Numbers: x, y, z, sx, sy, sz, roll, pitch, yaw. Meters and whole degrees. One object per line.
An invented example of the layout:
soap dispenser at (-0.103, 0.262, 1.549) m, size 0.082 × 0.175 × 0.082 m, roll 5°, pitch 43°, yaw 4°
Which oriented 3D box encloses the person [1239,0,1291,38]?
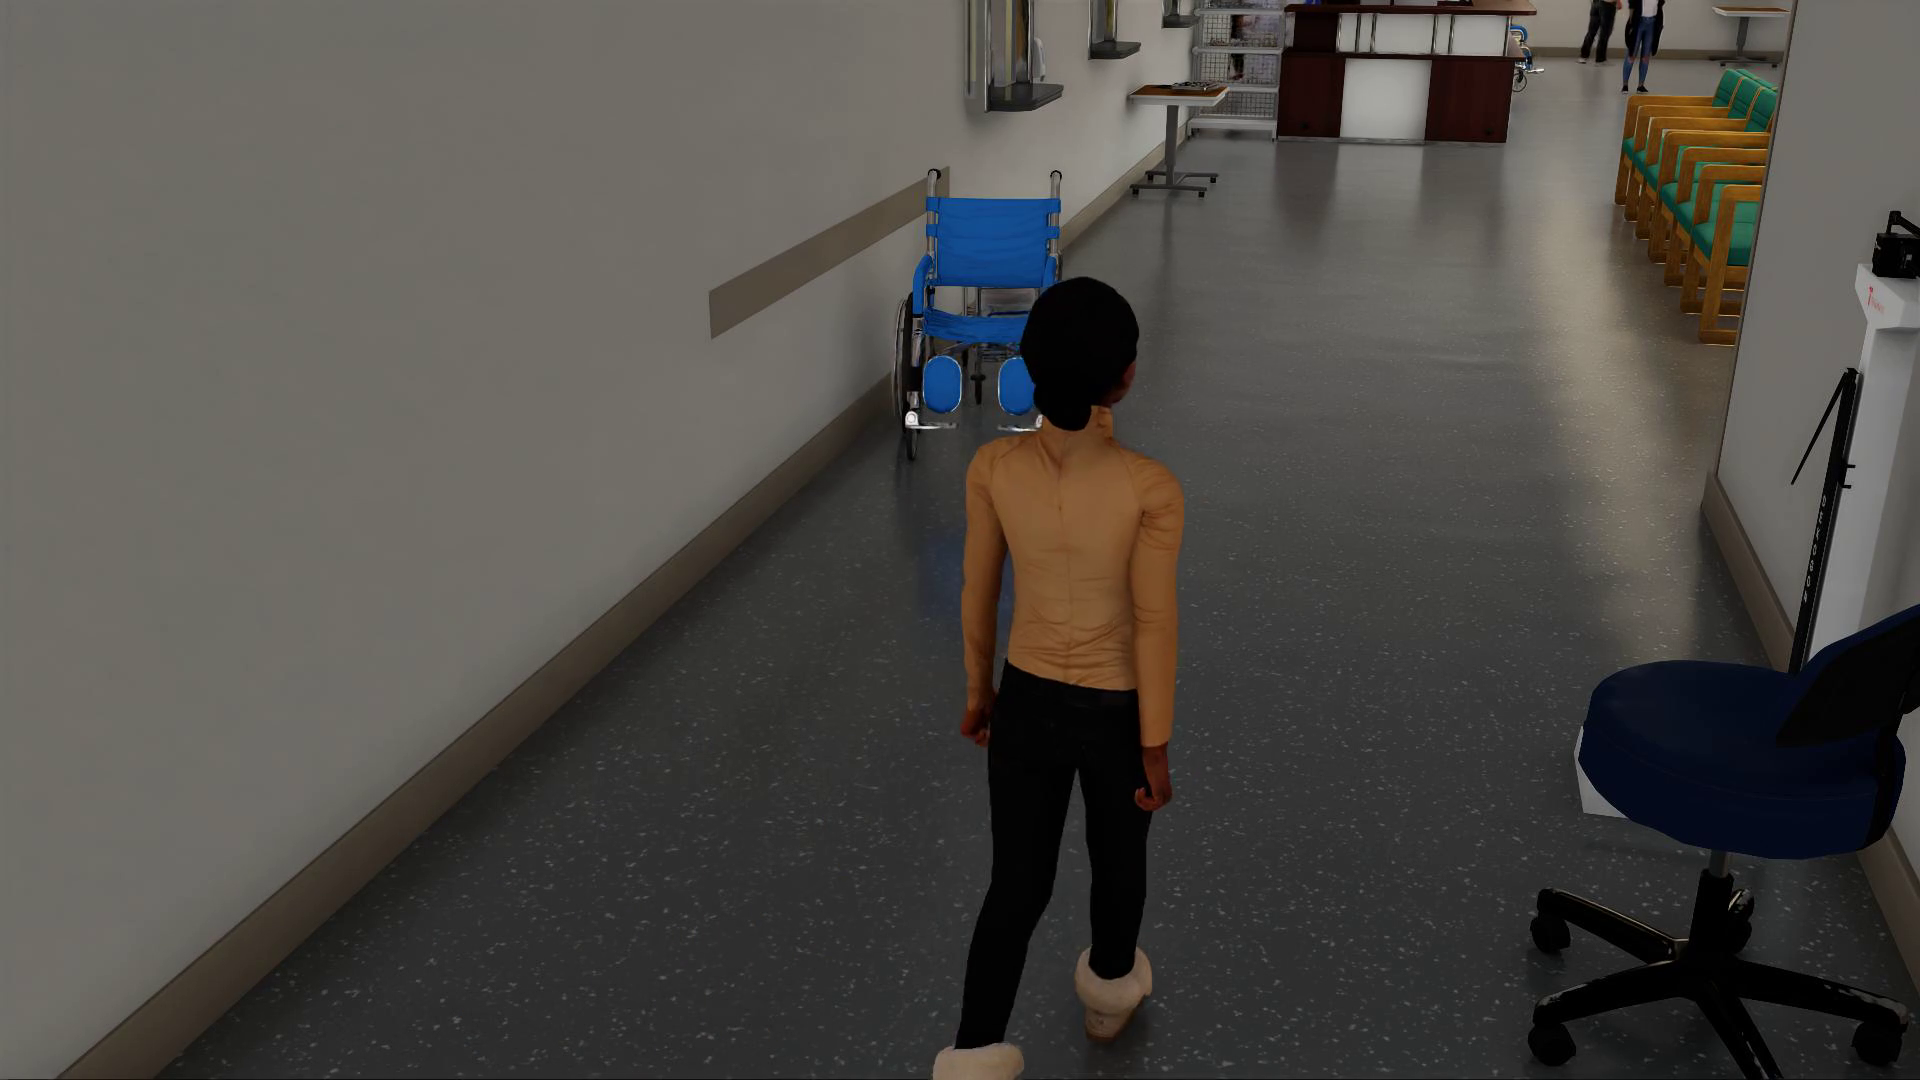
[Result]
person at (5.715, -10.213, 30.590) m, size 1.322 × 1.890 × 1.165 m, roll -8°, pitch 22°, yaw -21°

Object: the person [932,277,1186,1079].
person at (0.172, 0.362, 3.032) m, size 1.052 × 1.634 × 0.765 m, roll 9°, pitch 22°, yaw 21°

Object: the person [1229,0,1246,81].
person at (3.758, -7.116, 22.647) m, size 1.161 × 1.726 × 0.985 m, roll -5°, pitch 21°, yaw -14°

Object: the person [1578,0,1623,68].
person at (9.715, -8.083, 25.126) m, size 0.854 × 1.778 × 0.819 m, roll -4°, pitch 21°, yaw -10°

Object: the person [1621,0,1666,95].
person at (8.746, -6.580, 21.289) m, size 0.558 × 1.684 × 0.728 m, roll 1°, pitch 21°, yaw 4°
